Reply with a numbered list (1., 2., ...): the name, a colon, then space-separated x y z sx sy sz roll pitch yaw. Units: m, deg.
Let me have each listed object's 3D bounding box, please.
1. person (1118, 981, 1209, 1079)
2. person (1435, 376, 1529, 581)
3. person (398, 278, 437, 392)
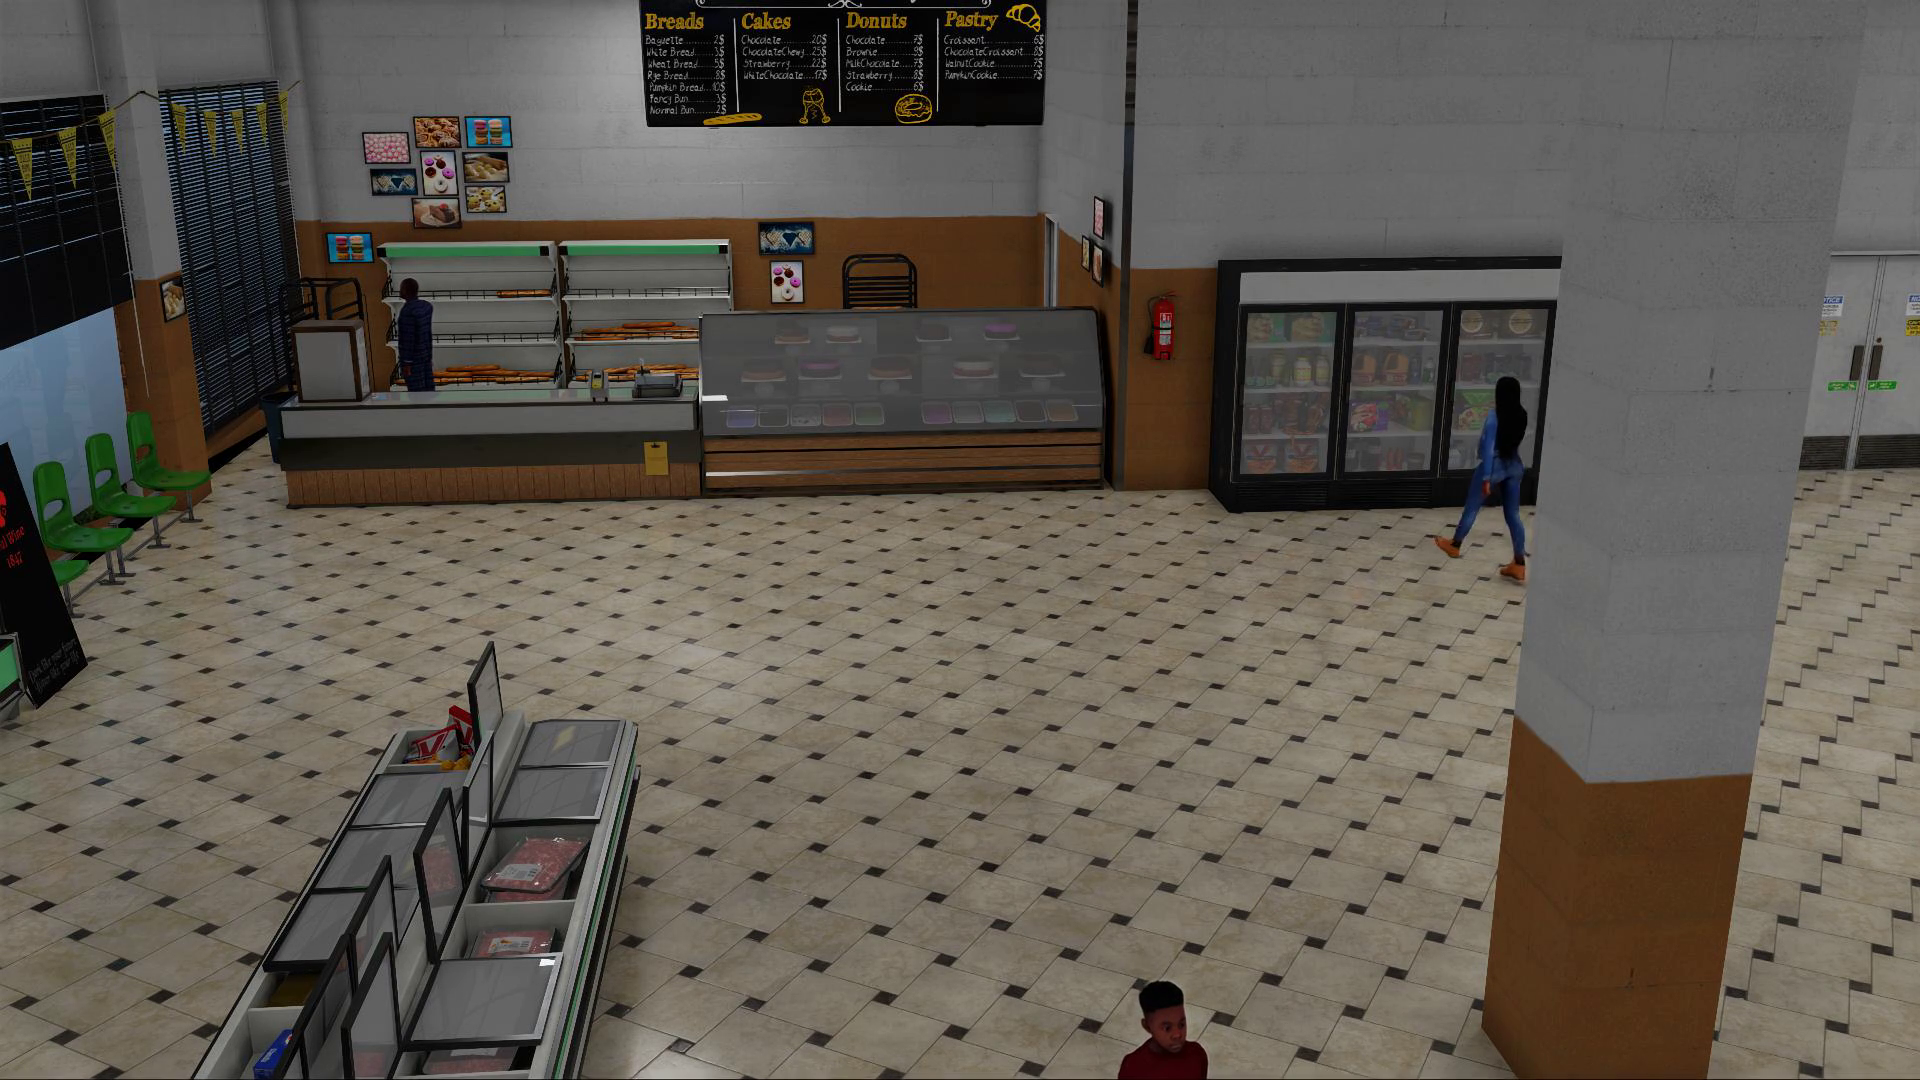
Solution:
1. person: 0.694 2.132 5.920 0.529 1.255 0.532 -5 18 -15
2. person: 4.554 -0.479 13.799 0.927 1.672 1.239 -9 19 -27
3. person: -6.090 -2.034 18.661 0.814 1.824 0.675 5 18 16
